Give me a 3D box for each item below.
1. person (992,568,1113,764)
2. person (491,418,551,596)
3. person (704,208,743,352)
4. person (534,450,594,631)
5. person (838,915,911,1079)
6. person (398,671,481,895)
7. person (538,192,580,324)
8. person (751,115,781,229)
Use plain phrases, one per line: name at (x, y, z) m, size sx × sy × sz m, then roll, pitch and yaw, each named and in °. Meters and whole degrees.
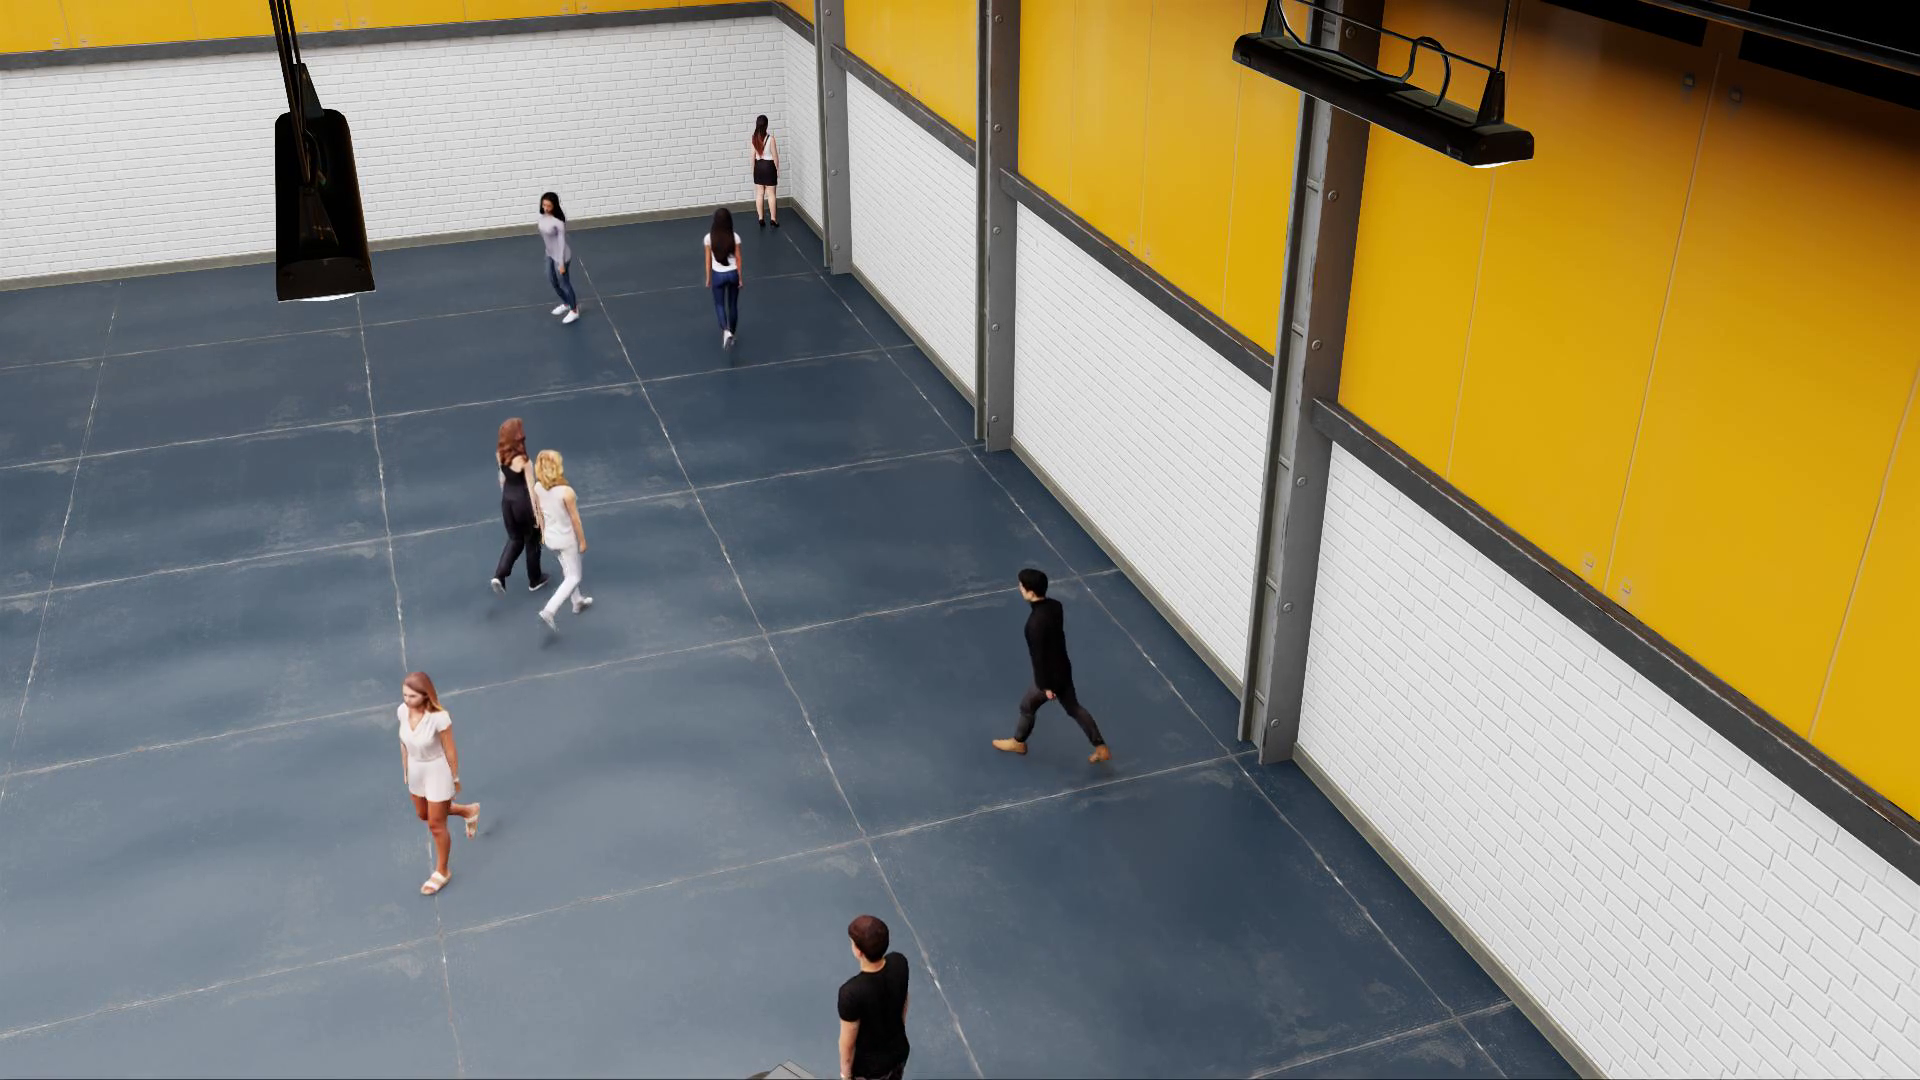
person at (0.767, 1.023, 12.527) m, size 1.255 × 1.672 × 1.169 m, roll 15°, pitch 32°, yaw 26°
person at (-3.984, -0.255, 14.805) m, size 0.939 × 1.734 × 0.995 m, roll 13°, pitch 31°, yaw 23°
person at (-2.821, -3.099, 19.993) m, size 0.709 × 1.759 × 0.995 m, roll -5°, pitch 29°, yaw -8°
person at (-3.489, 0.007, 14.413) m, size 0.983 × 1.650 × 0.991 m, roll 16°, pitch 32°, yaw 26°
person at (-0.398, 2.833, 9.024) m, size 1.024 × 1.850 × 0.897 m, roll 25°, pitch 37°, yaw 38°
person at (-3.600, 1.585, 11.486) m, size 0.941 × 1.682 × 1.005 m, roll 12°, pitch 31°, yaw 21°
person at (-5.003, -3.556, 20.887) m, size 0.861 × 1.705 × 0.728 m, roll -15°, pitch 32°, yaw -25°
person at (-2.853, -5.383, 24.297) m, size 0.643 × 1.648 × 0.665 m, roll 6°, pitch 29°, yaw 10°
